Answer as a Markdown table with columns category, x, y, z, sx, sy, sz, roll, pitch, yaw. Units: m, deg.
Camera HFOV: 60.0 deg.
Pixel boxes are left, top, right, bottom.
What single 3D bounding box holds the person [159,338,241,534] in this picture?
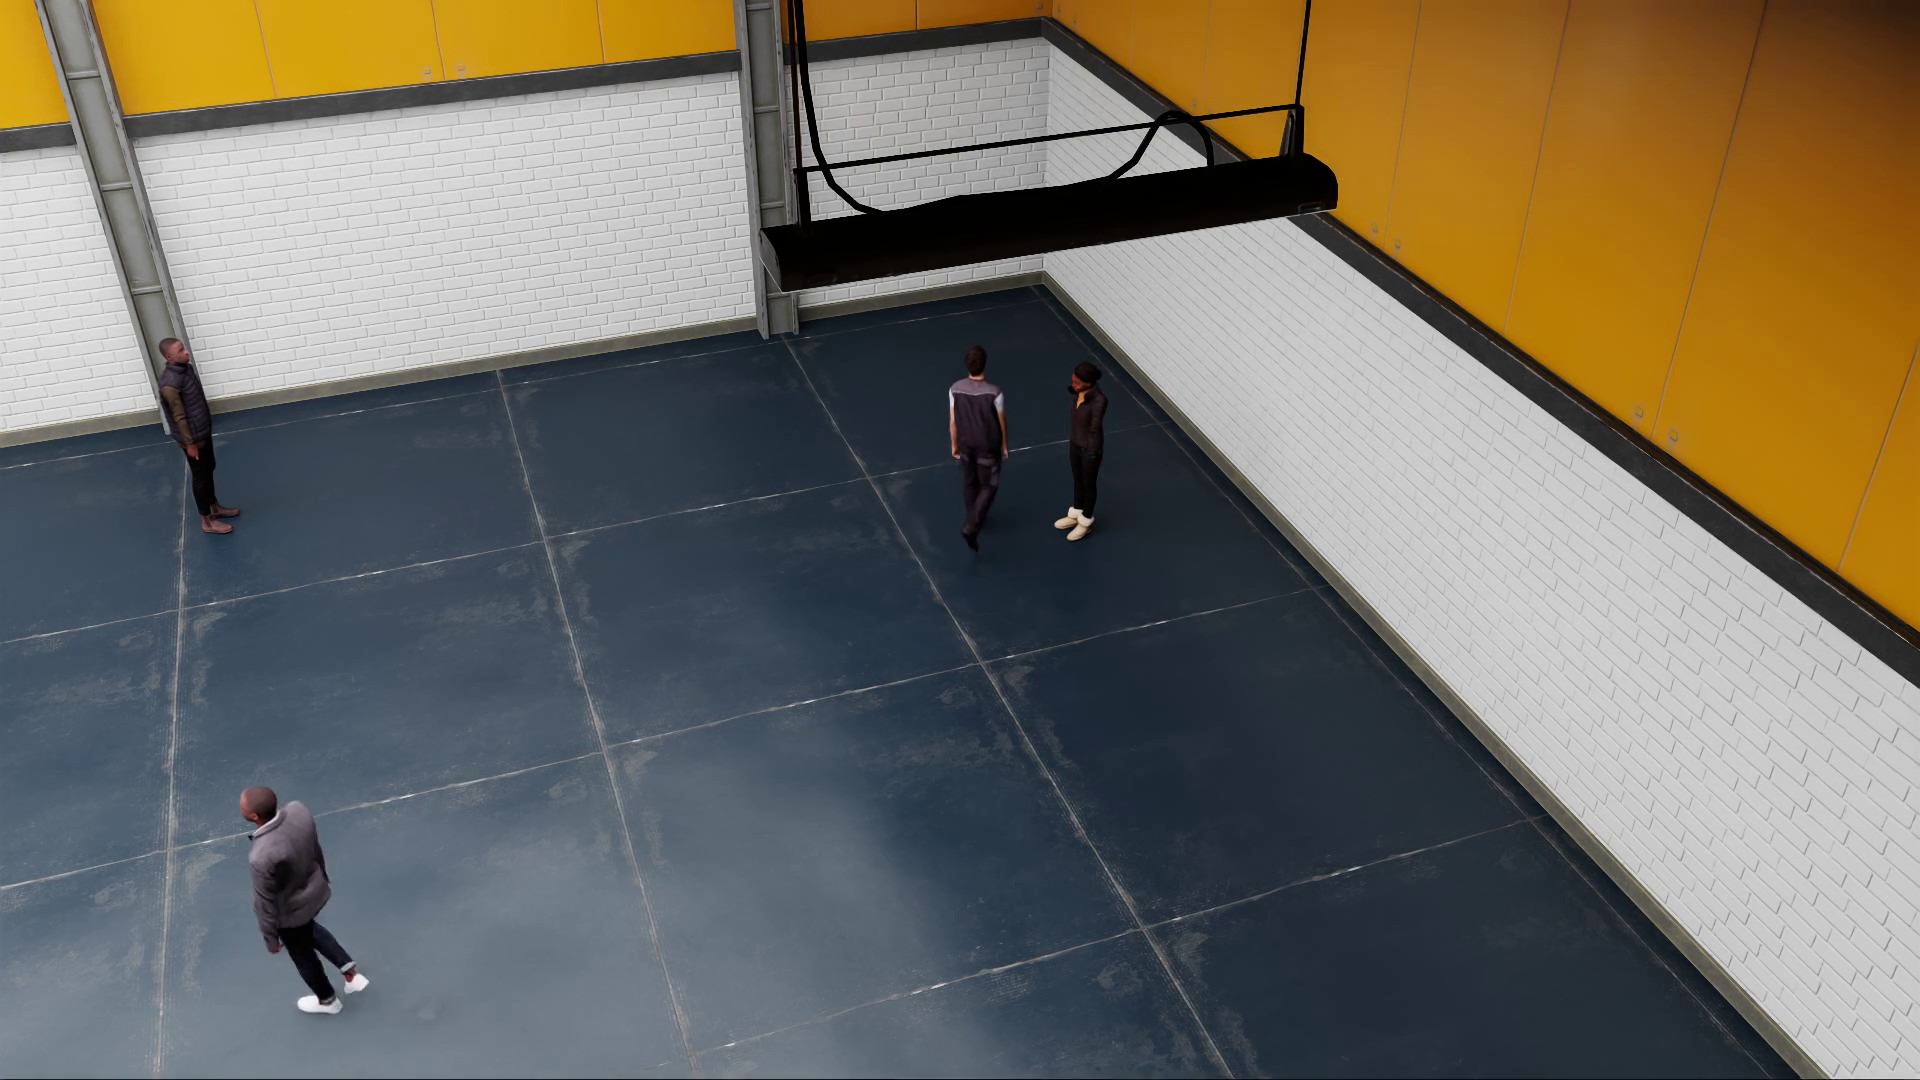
| category | x | y | z | sx | sy | sz | roll | pitch | yaw |
| --- | --- | --- | --- | --- | --- | --- | --- | --- | --- |
| person | -6.631 | -0.926 | 14.408 | 0.644 | 1.835 | 0.745 | -4 | 34 | -6 |

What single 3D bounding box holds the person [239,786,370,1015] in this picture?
| category | x | y | z | sx | sy | sz | roll | pitch | yaw |
| --- | --- | --- | --- | --- | --- | --- | --- | --- | --- |
| person | -3.822 | 2.151 | 9.804 | 0.923 | 1.806 | 0.885 | 9 | 35 | 13 |

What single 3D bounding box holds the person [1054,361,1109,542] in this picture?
| category | x | y | z | sx | sy | sz | roll | pitch | yaw |
| --- | --- | --- | --- | --- | --- | --- | --- | --- | --- |
| person | 1.102 | -0.808 | 14.389 | 0.668 | 1.659 | 0.615 | -17 | 37 | -23 |

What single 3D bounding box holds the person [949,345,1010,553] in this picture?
| category | x | y | z | sx | sy | sz | roll | pitch | yaw |
| --- | --- | --- | --- | --- | --- | --- | --- | --- | --- |
| person | 0.142 | -0.761 | 14.164 | 1.052 | 1.830 | 1.095 | 12 | 36 | 18 |
